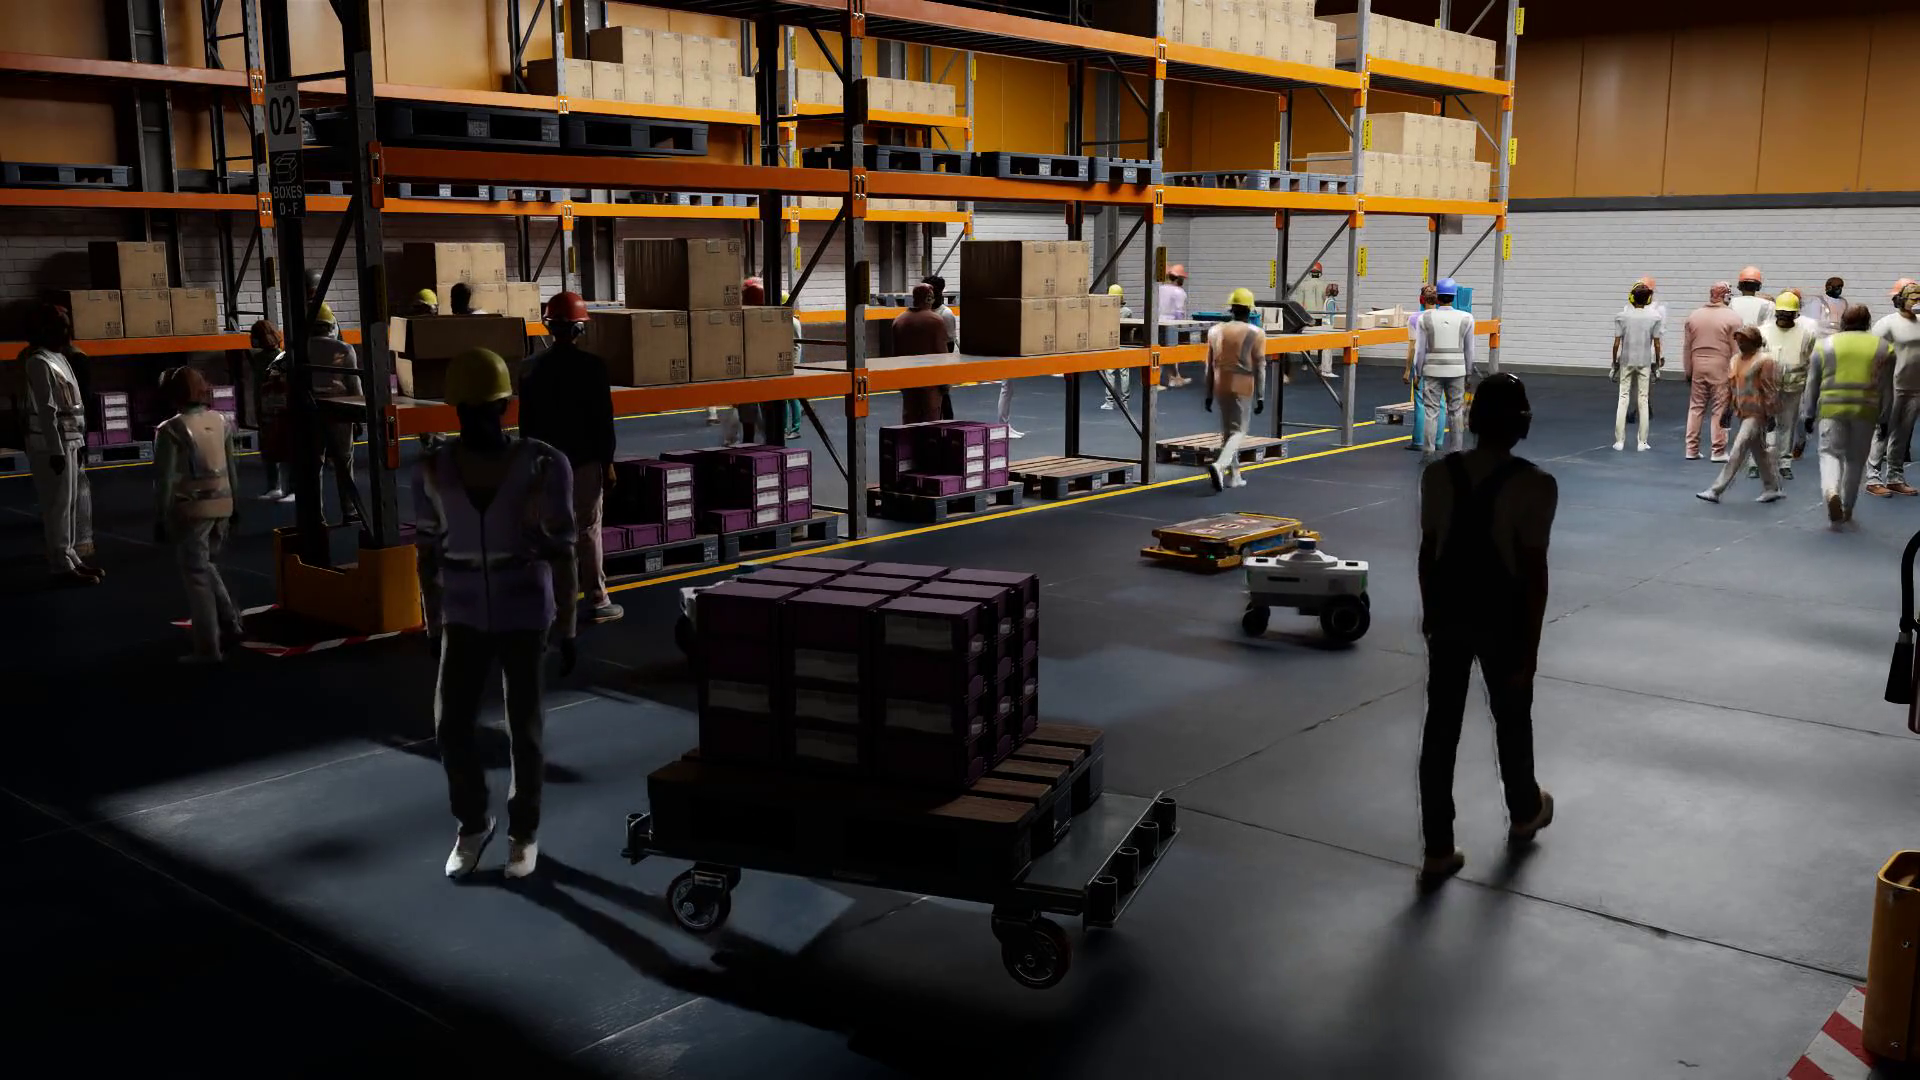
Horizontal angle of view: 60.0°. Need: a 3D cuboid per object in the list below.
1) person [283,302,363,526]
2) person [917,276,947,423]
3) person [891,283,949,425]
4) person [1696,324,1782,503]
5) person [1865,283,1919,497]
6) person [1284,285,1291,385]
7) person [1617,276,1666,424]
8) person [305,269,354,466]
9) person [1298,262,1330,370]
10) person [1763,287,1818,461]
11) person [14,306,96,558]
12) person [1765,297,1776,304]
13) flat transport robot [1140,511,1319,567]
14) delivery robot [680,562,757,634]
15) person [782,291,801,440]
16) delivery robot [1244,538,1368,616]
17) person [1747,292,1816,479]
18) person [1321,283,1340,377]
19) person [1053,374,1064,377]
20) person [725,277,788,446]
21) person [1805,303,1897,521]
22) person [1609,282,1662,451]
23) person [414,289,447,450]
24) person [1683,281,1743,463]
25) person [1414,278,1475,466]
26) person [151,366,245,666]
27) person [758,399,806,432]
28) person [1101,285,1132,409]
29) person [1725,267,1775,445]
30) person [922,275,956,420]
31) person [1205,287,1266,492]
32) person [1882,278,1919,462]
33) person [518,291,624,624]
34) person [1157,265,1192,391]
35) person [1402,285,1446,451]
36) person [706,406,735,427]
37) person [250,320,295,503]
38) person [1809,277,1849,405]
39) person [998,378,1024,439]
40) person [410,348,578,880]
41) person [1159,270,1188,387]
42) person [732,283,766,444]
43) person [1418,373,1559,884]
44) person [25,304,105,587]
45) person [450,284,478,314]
[{"bbox_3d":[-5.136,-1.017,13.484,0.601,1.832,0.404,-1,10,-5],"label":"person"},{"bbox_3d":[-0.309,-2.030,18.957,0.355,1.939,0.543,5,11,29],"label":"person"},{"bbox_3d":[-0.369,-1.639,16.845,0.639,1.902,0.406,7,12,33],"label":"person"},{"bbox_3d":[6.942,-1.099,14.643,0.858,1.585,0.523,-1,10,-6],"label":"person"},{"bbox_3d":[8.549,-1.356,15.121,0.627,1.940,0.373,-3,10,-18],"label":"person"},{"bbox_3d":[5.249,-3.366,27.320,0.673,1.676,0.551,-5,11,-27],"label":"person"},{"bbox_3d":[8.859,-2.468,21.587,0.563,1.901,0.987,10,14,44],"label":"person"},{"bbox_3d":[-6.658,-1.796,17.332,0.682,2.000,0.537,6,12,32],"label":"person"},{"bbox_3d":[6.571,-4.148,30.852,0.617,1.993,0.396,2,10,11],"label":"person"},{"bbox_3d":[8.661,-1.707,17.366,0.815,1.860,0.583,-9,13,-42],"label":"person"},{"bbox_3d":[-6.593,-0.775,12.085,0.633,1.842,0.429,4,11,20],"label":"person"},{"bbox_3d":[11.162,-2.581,23.096,0.509,1.583,0.877,3,11,19],"label":"person"},{"bbox_3d":[2.007,-0.020,12.255,0.652,0.197,1.431,9,13,40],"label":"flat transport robot"},{"bbox_3d":[-1.145,0.361,9.012,0.707,0.478,0.477,-3,11,-18],"label":"delivery robot"},{"bbox_3d":[-2.084,-2.065,19.669,0.327,1.760,0.523,-9,13,-41],"label":"person"},{"bbox_3d":[2.026,0.232,9.747,0.707,0.478,0.477,2,10,13],"label":"delivery robot"},{"bbox_3d":[8.021,-1.503,16.267,0.595,1.828,0.403,3,10,18],"label":"person"},{"bbox_3d":[6.491,-3.671,29.149,0.309,1.641,0.514,1,10,4],"label":"person"},{"bbox_3d":[1.962,-3.792,29.258,0.652,1.843,0.438,0,10,-2],"label":"person"},{"bbox_3d":[-2.284,-1.938,18.454,0.646,1.936,1.027,9,14,43],"label":"person"},{"bbox_3d":[7.245,-1.018,13.565,0.643,1.818,0.720,4,11,24],"label":"person"},{"bbox_3d":[7.534,-1.927,18.553,0.532,1.874,0.316,4,11,22],"label":"person"},{"bbox_3d":[-5.732,-1.791,17.926,0.614,1.817,0.414,1,10,6],"label":"person"},{"bbox_3d":[7.986,-1.774,17.594,0.403,1.904,0.651,-7,12,-34],"label":"person"},{"bbox_3d":[5.003,-1.729,17.212,0.602,1.949,0.393,2,10,9],"label":"person"},{"bbox_3d":[-4.132,-0.128,8.992,0.367,1.625,0.552,3,10,15],"label":"person"},{"bbox_3d":[-2.209,-2.166,20.465,0.520,1.686,0.537,-1,10,-5],"label":"person"},{"bbox_3d":[2.165,-2.703,23.362,0.505,1.741,0.326,-4,11,-22],"label":"person"},{"bbox_3d":[8.979,-2.099,19.056,0.623,2.041,0.390,5,11,28],"label":"person"},{"bbox_3d":[-0.249,-1.929,18.303,0.369,1.965,0.608,-4,11,-24],"label":"person"},{"bbox_3d":[2.511,-1.384,15.412,0.597,1.901,0.816,7,12,36],"label":"person"},{"bbox_3d":[9.942,-1.791,17.593,0.366,1.939,0.542,1,10,7],"label":"person"},{"bbox_3d":[-2.344,-0.487,10.009,0.612,1.996,0.388,3,10,17],"label":"person"},{"bbox_3d":[3.393,-3.358,26.410,1.022,1.978,0.620,-5,11,-28],"label":"person"},{"bbox_3d":[5.210,-1.902,18.484,0.563,1.848,0.389,-2,10,-14],"label":"person"},{"bbox_3d":[-3.016,-2.422,21.257,0.649,1.903,0.873,4,11,19],"label":"person"},{"bbox_3d":[-6.098,-1.138,14.770,0.502,1.624,0.284,6,12,31],"label":"person"},{"bbox_3d":[12.578,-2.878,24.068,0.627,1.843,0.429,-3,10,-17],"label":"person"},{"bbox_3d":[0.601,-2.139,19.760,0.325,1.876,0.521,2,10,10],"label":"person"},{"bbox_3d":[-1.643,0.281,5.891,0.590,1.912,0.461,-1,10,-4],"label":"person"},{"bbox_3d":[3.359,-3.422,27.025,0.653,1.894,0.401,-2,10,-13],"label":"person"},{"bbox_3d":[-1.859,-1.390,15.336,0.542,1.931,0.376,2,10,11],"label":"person"},{"bbox_3d":[1.933,0.293,6.096,0.540,1.801,0.917,7,12,35],"label":"person"},{"bbox_3d":[-6.013,-0.628,11.134,0.355,1.882,0.576,-3,11,-18],"label":"person"},{"bbox_3d":[-5.177,-1.749,17.546,0.664,1.885,0.605,-8,13,-38],"label":"person"}]
